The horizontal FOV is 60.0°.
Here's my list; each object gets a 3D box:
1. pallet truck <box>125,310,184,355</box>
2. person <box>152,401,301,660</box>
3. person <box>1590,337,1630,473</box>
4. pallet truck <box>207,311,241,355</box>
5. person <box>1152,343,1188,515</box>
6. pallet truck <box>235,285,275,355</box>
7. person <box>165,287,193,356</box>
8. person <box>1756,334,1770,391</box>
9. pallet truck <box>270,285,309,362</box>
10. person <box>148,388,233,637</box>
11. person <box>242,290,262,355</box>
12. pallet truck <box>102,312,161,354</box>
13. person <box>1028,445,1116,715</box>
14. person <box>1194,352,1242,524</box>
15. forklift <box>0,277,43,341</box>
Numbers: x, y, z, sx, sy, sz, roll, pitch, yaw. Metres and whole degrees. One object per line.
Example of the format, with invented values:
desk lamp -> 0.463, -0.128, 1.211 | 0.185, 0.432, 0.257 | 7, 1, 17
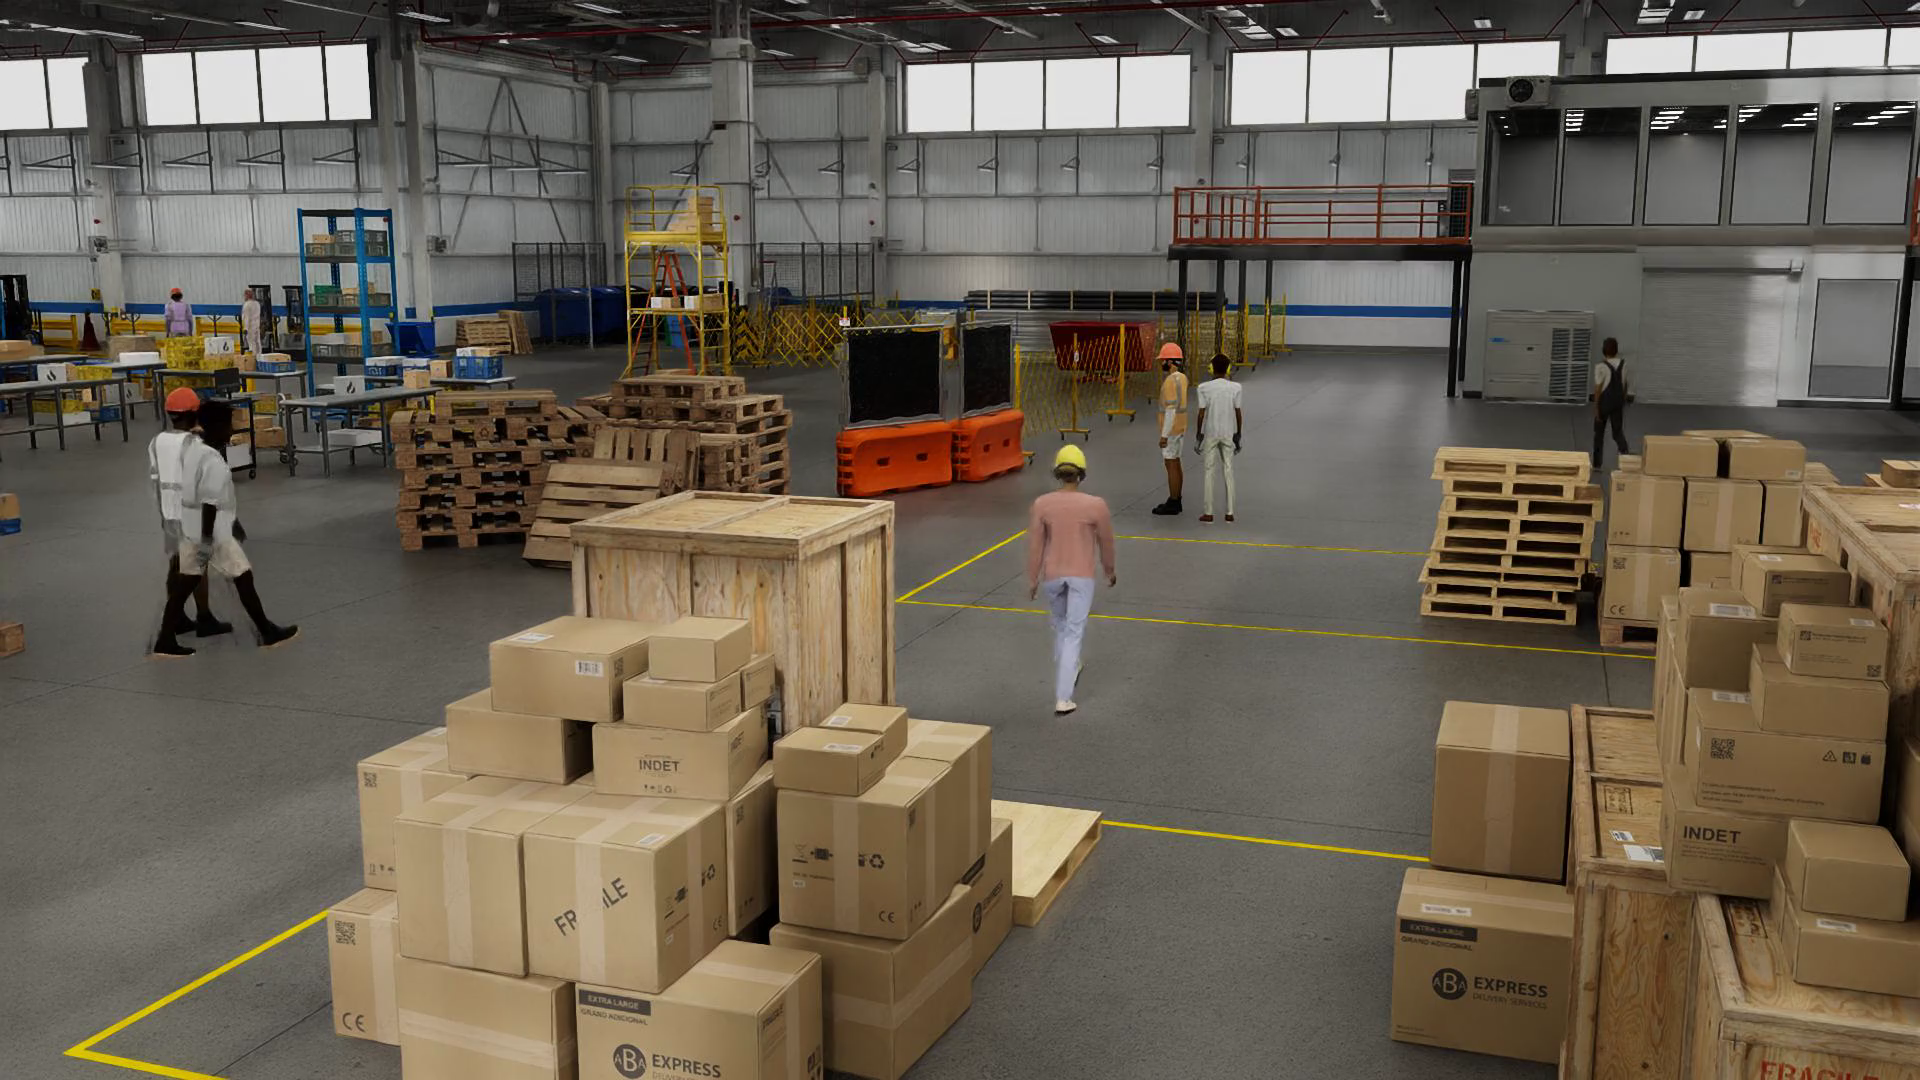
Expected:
pallet truck -> -22.038, -5.665, 45.457 | 0.704, 1.261, 1.522 | 3, 11, 17
person -> -5.500, -0.074, 12.253 | 0.610, 1.907, 1.035 | 10, 14, 44
person -> 8.614, -1.759, 21.960 | 0.525, 1.827, 0.745 | -1, 10, -5
pallet truck -> -19.537, -5.575, 44.913 | 0.653, 1.274, 1.630 | 3, 11, 19
person -> 2.372, -1.250, 18.768 | 0.354, 1.939, 0.544 | 4, 11, 20
pallet truck -> -18.327, -5.835, 44.421 | 0.823, 1.965, 1.885 | 4, 11, 23
person -> -18.461, -4.944, 39.316 | 0.602, 2.036, 0.395 | -9, 14, -42
person -> 15.512, -3.479, 32.149 | 0.279, 1.632, 0.507 | -3, 10, -14
pallet truck -> -17.147, -5.700, 43.663 | 0.823, 1.965, 1.885 | 3, 11, 17
person -> -5.993, -0.213, 12.931 | 0.548, 1.937, 0.379 | 4, 11, 21
person -> -17.927, -5.366, 42.038 | 0.407, 1.910, 0.638 | 1, 10, 6
pallet truck -> -23.057, -5.777, 46.261 | 0.680, 1.201, 1.601 | 3, 11, 19
person -> 0.752, 0.236, 11.010 | 0.523, 1.715, 0.933 | 4, 11, 22
person -> 2.821, -1.109, 18.173 | 0.532, 1.868, 0.310 | -1, 10, -4
forklift -> -27.151, -6.329, 46.328 | 1.157, 1.987, 2.680 | 3, 11, 17
